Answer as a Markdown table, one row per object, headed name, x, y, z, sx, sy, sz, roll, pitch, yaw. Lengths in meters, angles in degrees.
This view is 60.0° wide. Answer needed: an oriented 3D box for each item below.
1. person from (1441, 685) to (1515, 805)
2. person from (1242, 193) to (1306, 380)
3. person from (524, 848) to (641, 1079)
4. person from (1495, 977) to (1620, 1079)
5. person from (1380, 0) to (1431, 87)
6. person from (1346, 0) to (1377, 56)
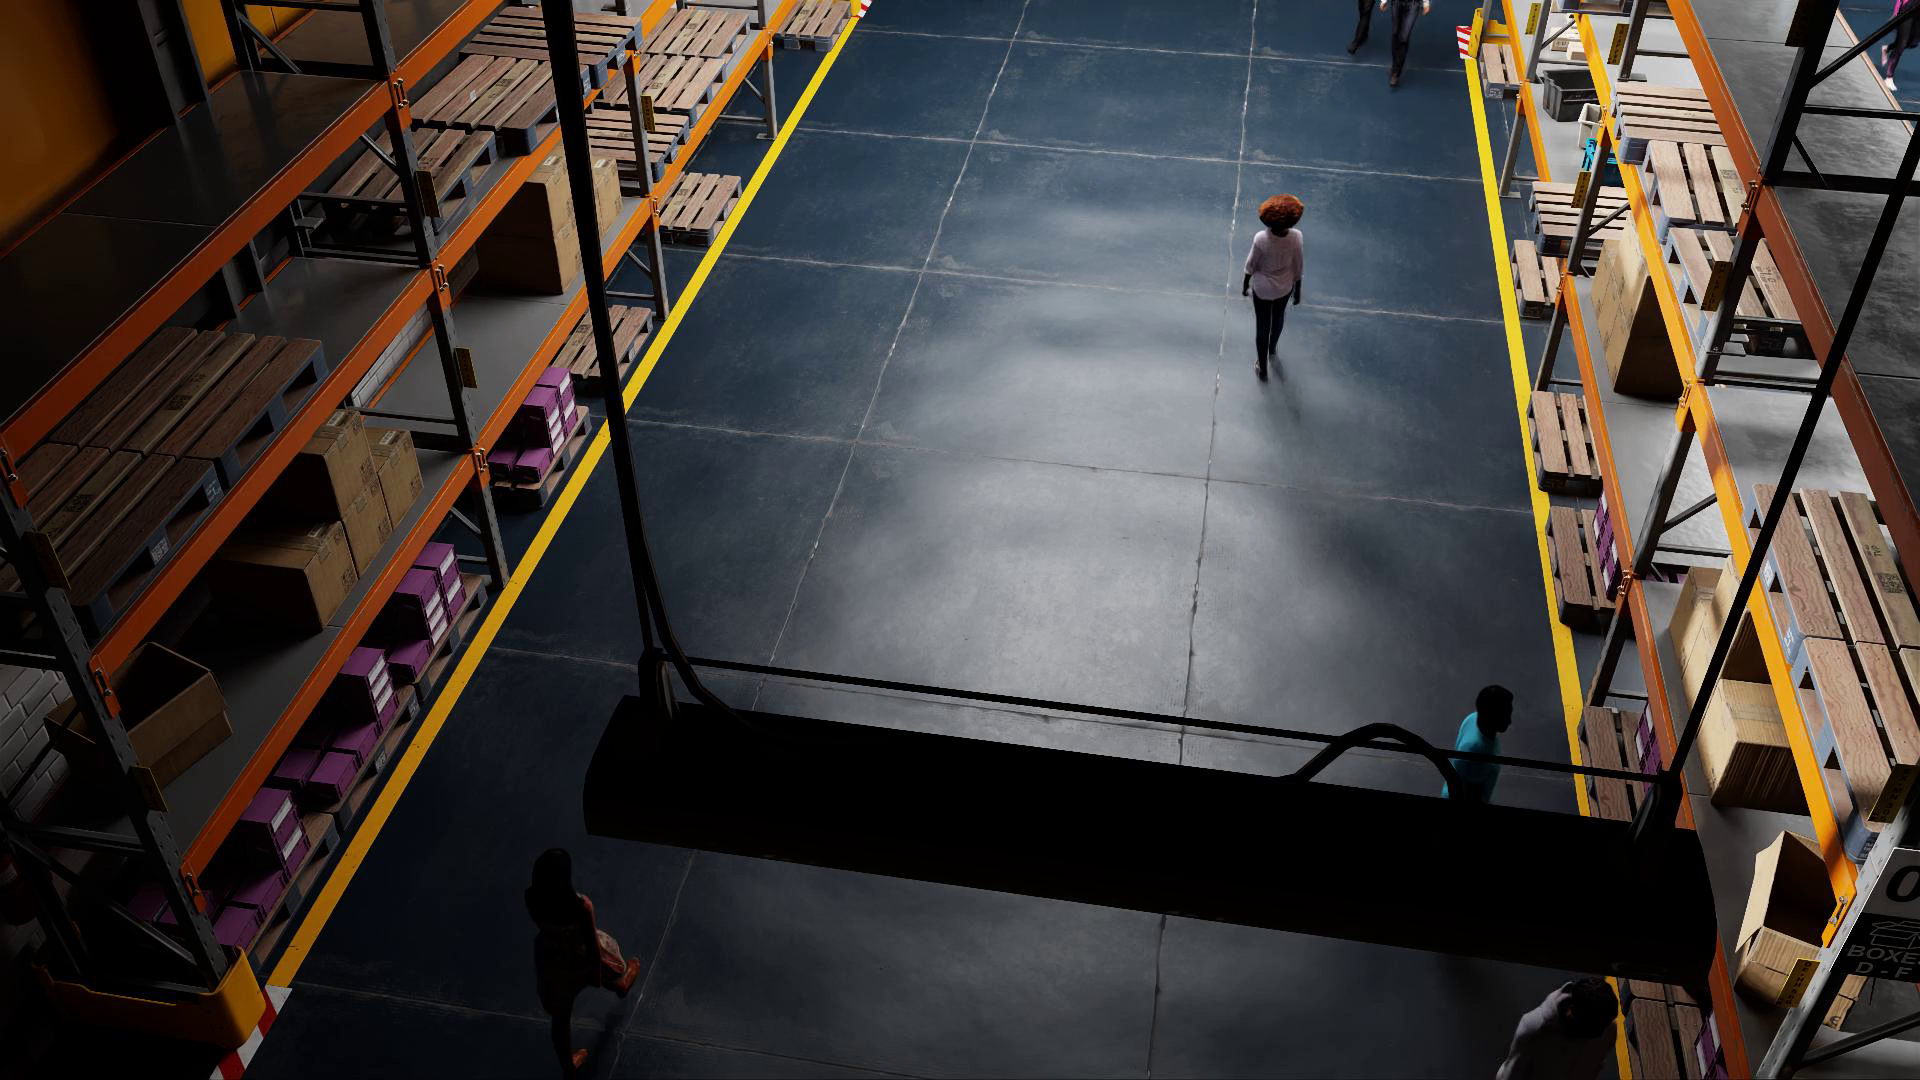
| name | x | y | z | sx | sy | sz | roll | pitch | yaw |
| --- | --- | --- | --- | --- | --- | --- | --- | --- | --- |
| person | 2.972 | 1.543 | 9.847 | 0.689 | 1.776 | 0.488 | 9 | 40 | 12 |
| person | 2.762 | -2.188 | 14.581 | 0.771 | 1.698 | 0.920 | -2 | 39 | -2 |
| person | -2.151 | 2.335 | 8.990 | 0.656 | 1.607 | 1.053 | 7 | 39 | 9 |
| person | 2.853 | 2.684 | 8.316 | 0.748 | 1.903 | 0.726 | 3 | 39 | 4 |
| person | 5.321 | -6.419 | 19.760 | 0.895 | 1.846 | 1.080 | 18 | 42 | 22 |
| person | 5.062 | -6.952 | 20.425 | 1.043 | 1.850 | 1.245 | 24 | 45 | 27 |
